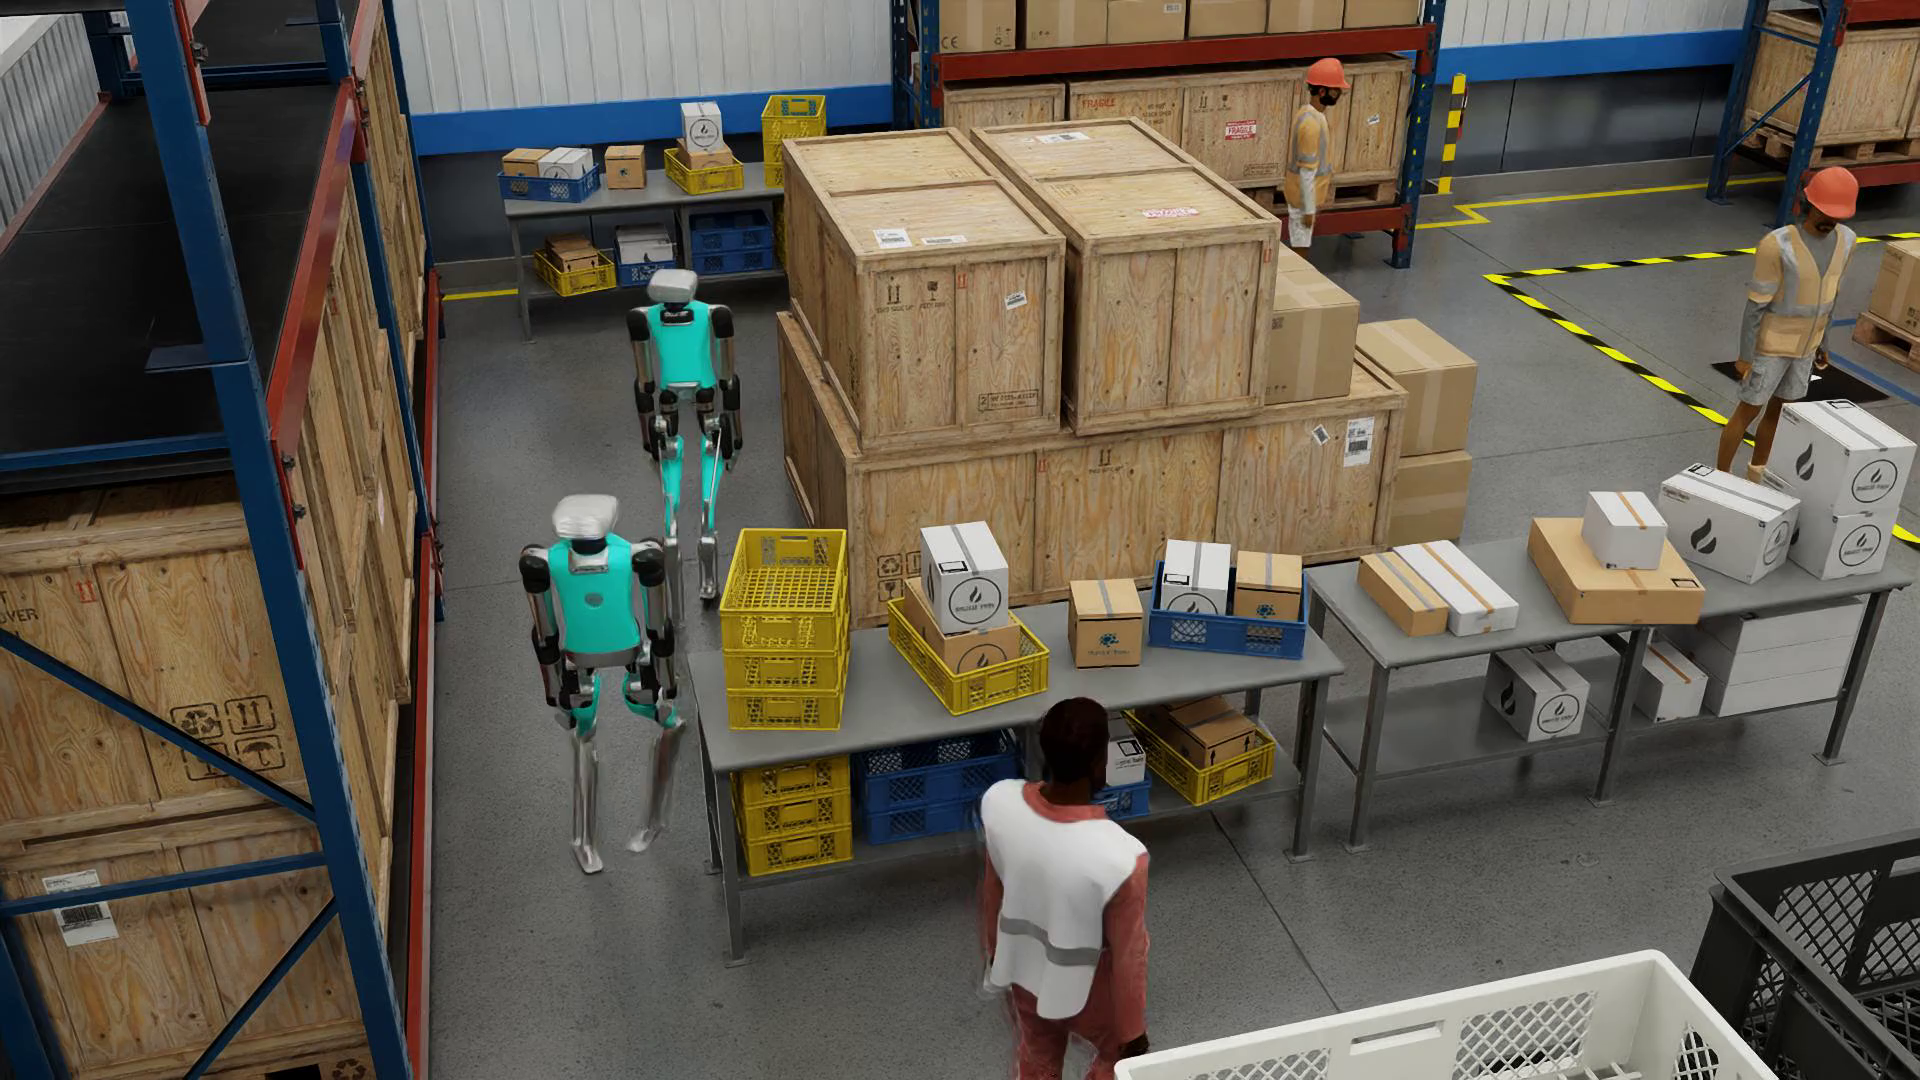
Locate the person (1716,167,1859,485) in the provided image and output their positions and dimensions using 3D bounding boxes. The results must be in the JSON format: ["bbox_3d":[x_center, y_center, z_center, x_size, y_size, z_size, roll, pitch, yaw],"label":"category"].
[{"bbox_3d":[4.617,-1.082,9.253,0.613,2.031,0.394,-9,30,-15],"label":"person"}]

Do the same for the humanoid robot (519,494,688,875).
[{"bbox_3d":[-1.380,0.514,6.663,0.544,1.754,0.746,-3,29,-6],"label":"humanoid robot"}]

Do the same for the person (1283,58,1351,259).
[{"bbox_3d":[2.501,-2.448,11.847,0.386,1.932,0.554,7,30,13],"label":"person"}]

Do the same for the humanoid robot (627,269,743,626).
[{"bbox_3d":[-1.374,-0.366,8.368,0.545,1.904,0.726,0,29,0],"label":"humanoid robot"}]

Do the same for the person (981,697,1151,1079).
[{"bbox_3d":[0.328,1.303,5.052,0.620,1.903,0.467,23,36,35],"label":"person"}]
